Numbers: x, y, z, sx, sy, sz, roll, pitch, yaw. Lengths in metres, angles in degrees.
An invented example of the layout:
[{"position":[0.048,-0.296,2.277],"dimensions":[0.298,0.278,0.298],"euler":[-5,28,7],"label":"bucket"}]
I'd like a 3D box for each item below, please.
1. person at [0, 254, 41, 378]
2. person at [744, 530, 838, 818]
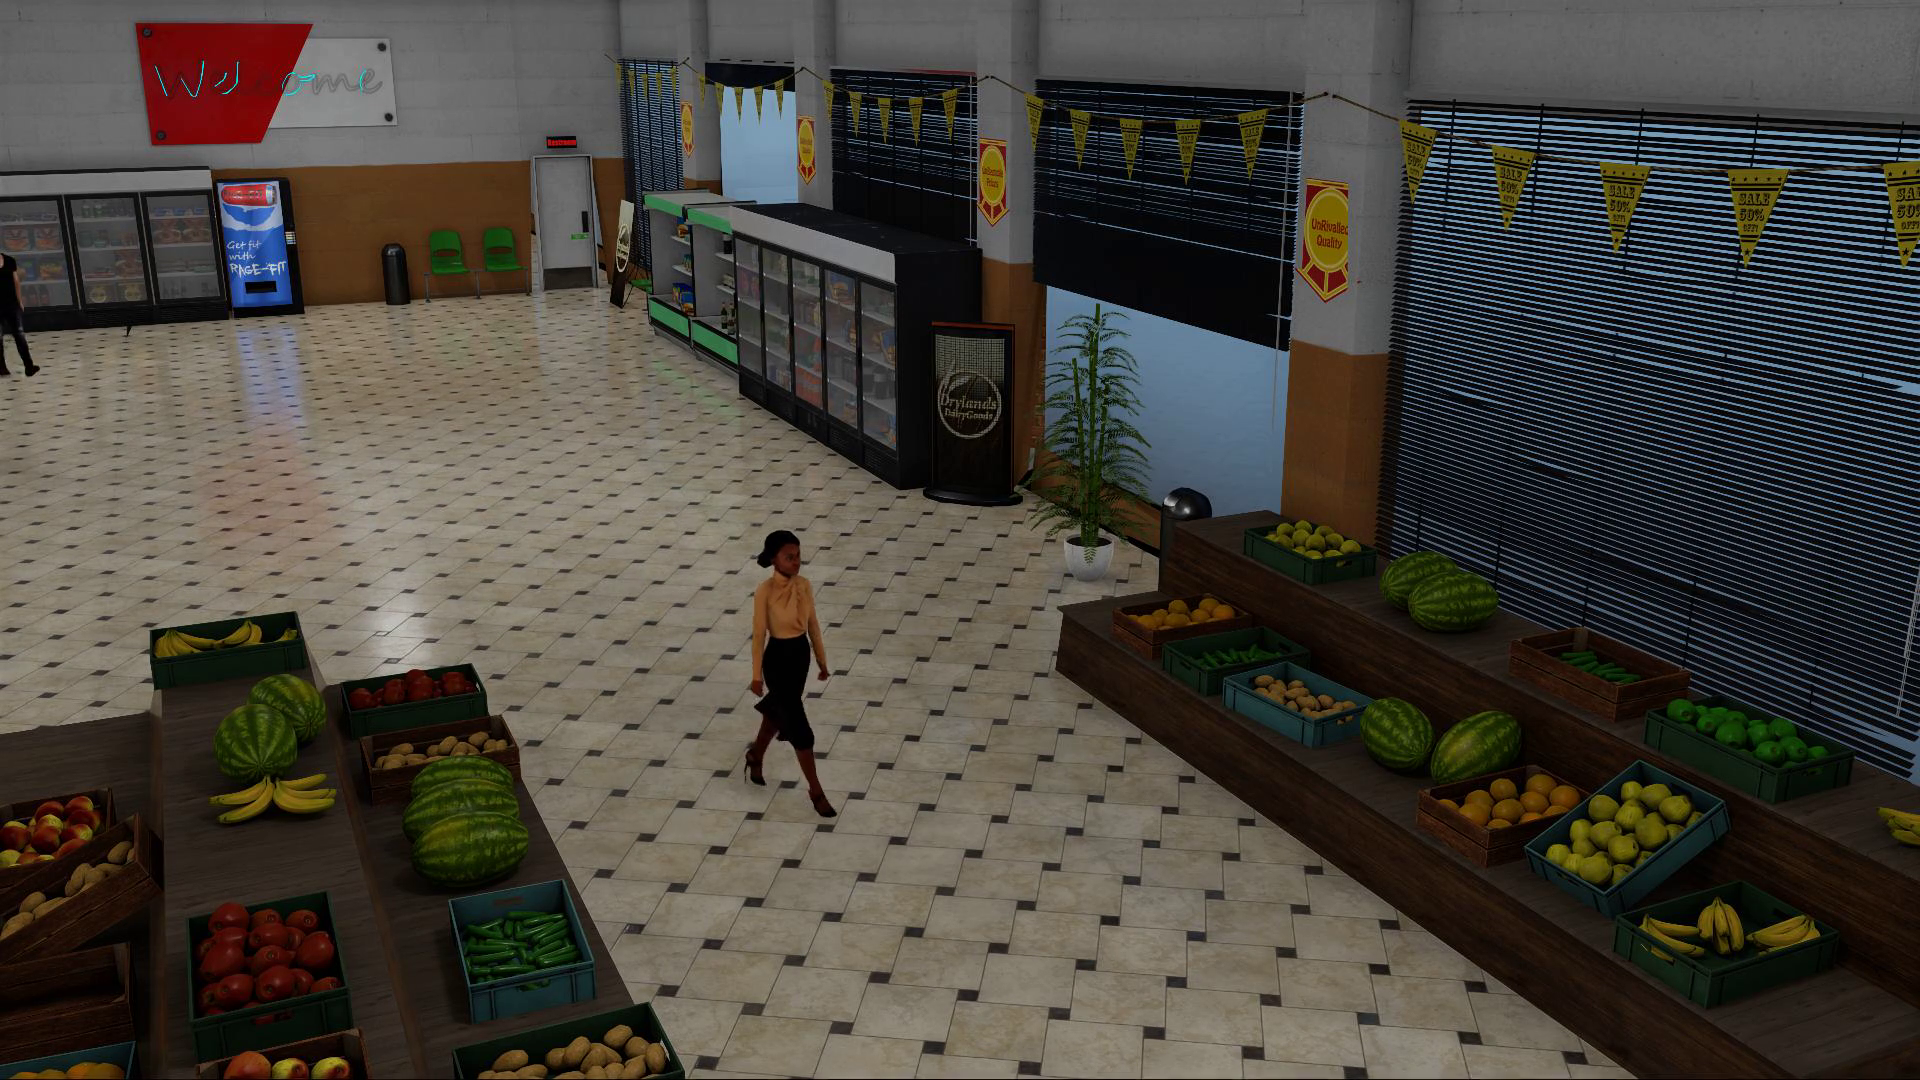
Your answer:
[{"position":[-12.353,-3.004,21.377],"dimensions":[1.288,1.850,1.028],"euler":[14,22,39],"label":"person"},{"position":[-1.034,0.745,9.440],"dimensions":[1.089,1.612,0.874],"euler":[13,21,37],"label":"person"}]
